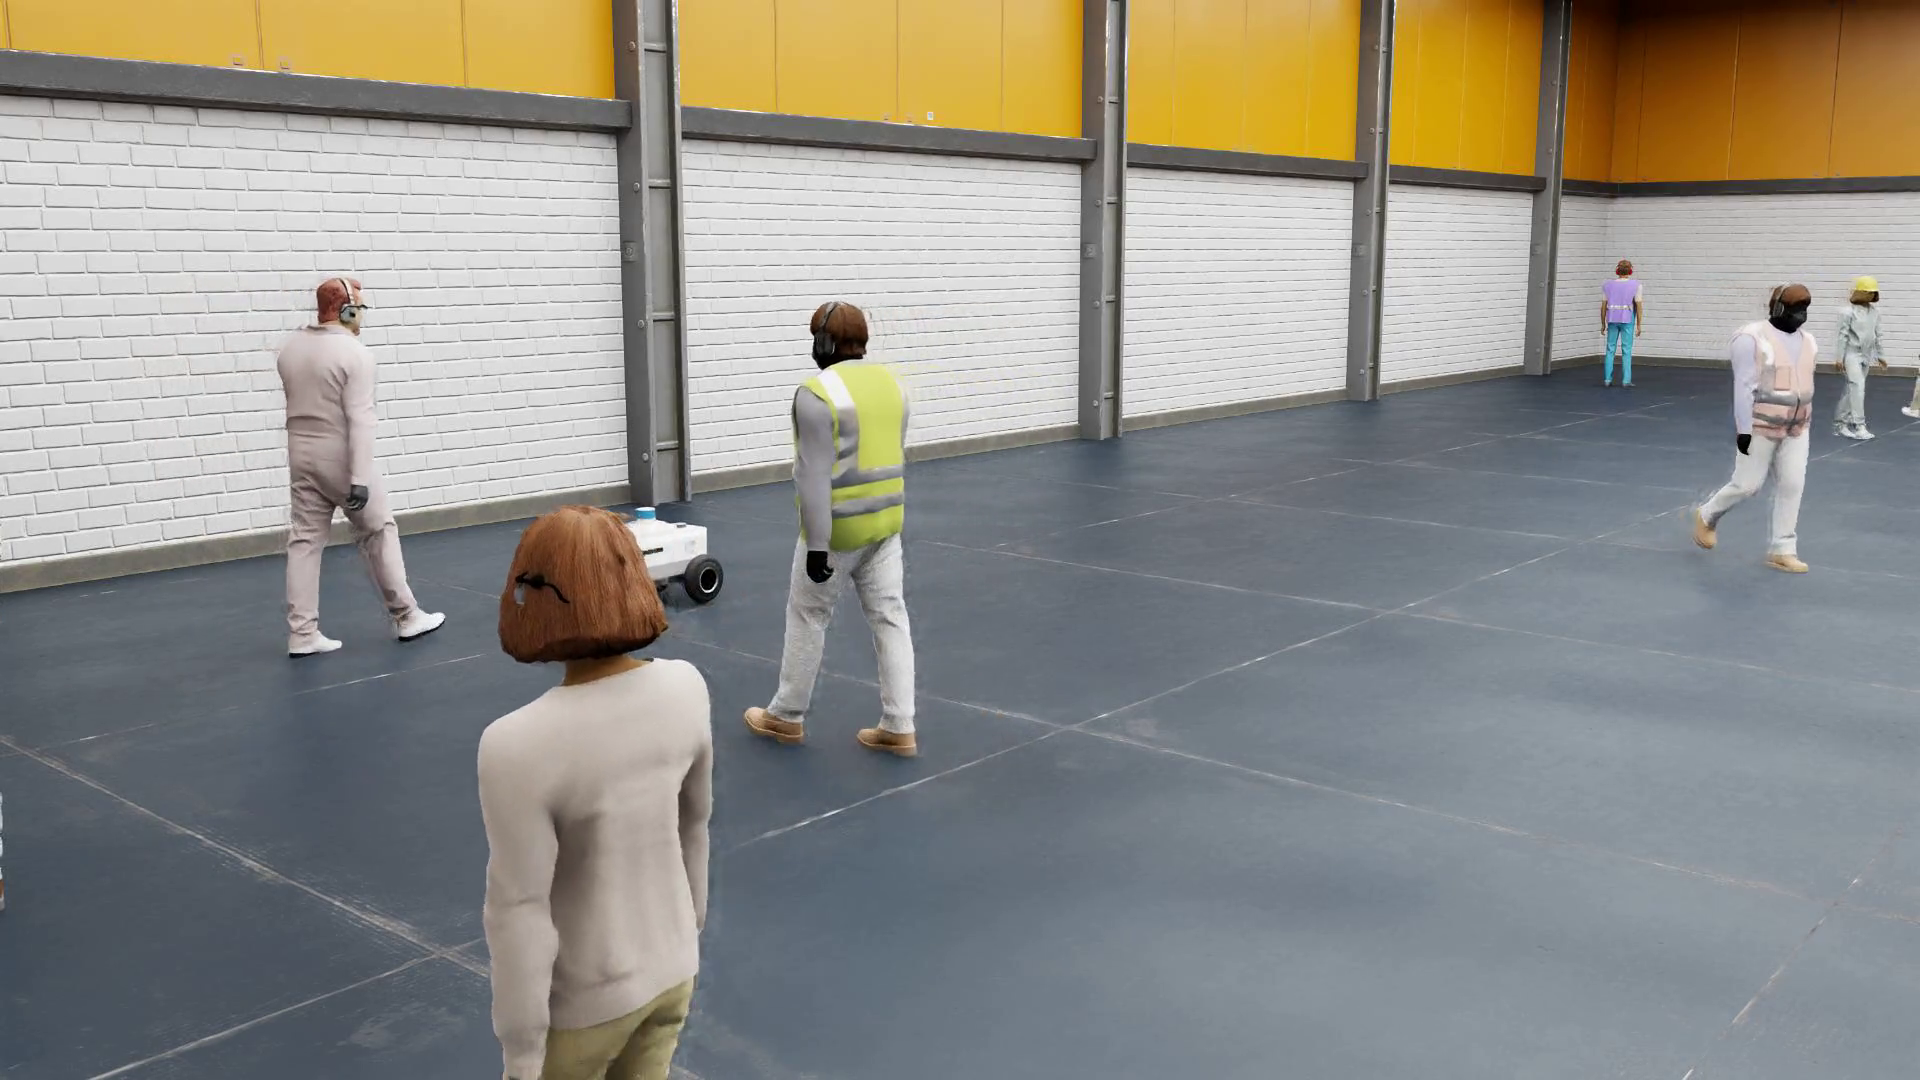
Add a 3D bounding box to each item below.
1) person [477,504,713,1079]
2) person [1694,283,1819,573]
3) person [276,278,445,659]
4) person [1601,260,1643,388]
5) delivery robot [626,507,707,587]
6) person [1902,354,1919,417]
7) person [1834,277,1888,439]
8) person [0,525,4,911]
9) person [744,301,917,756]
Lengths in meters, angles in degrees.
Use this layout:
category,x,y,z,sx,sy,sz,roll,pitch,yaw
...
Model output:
category,x,y,z,sx,sy,sz,roll,pitch,yaw
person,-0.547,0.749,2.721,0.477,1.620,0.504,7,12,34
person,5.111,-0.729,10.585,0.610,1.815,0.751,-2,10,-12
person,-3.071,-0.372,8.397,0.658,1.868,0.895,5,11,25
person,9.612,-3.139,24.196,0.570,1.847,0.377,7,12,36
delivery robot,-1.769,0.059,9.405,0.477,0.478,0.707,7,12,36
person,11.522,-2.308,19.565,0.540,1.825,1.003,0,10,0
person,9.601,-1.913,17.609,0.491,1.717,0.768,-4,11,-21
person,-3.146,0.208,4.886,0.359,1.938,0.632,9,13,40
person,-0.517,-0.048,6.719,0.869,1.803,0.651,8,13,38
